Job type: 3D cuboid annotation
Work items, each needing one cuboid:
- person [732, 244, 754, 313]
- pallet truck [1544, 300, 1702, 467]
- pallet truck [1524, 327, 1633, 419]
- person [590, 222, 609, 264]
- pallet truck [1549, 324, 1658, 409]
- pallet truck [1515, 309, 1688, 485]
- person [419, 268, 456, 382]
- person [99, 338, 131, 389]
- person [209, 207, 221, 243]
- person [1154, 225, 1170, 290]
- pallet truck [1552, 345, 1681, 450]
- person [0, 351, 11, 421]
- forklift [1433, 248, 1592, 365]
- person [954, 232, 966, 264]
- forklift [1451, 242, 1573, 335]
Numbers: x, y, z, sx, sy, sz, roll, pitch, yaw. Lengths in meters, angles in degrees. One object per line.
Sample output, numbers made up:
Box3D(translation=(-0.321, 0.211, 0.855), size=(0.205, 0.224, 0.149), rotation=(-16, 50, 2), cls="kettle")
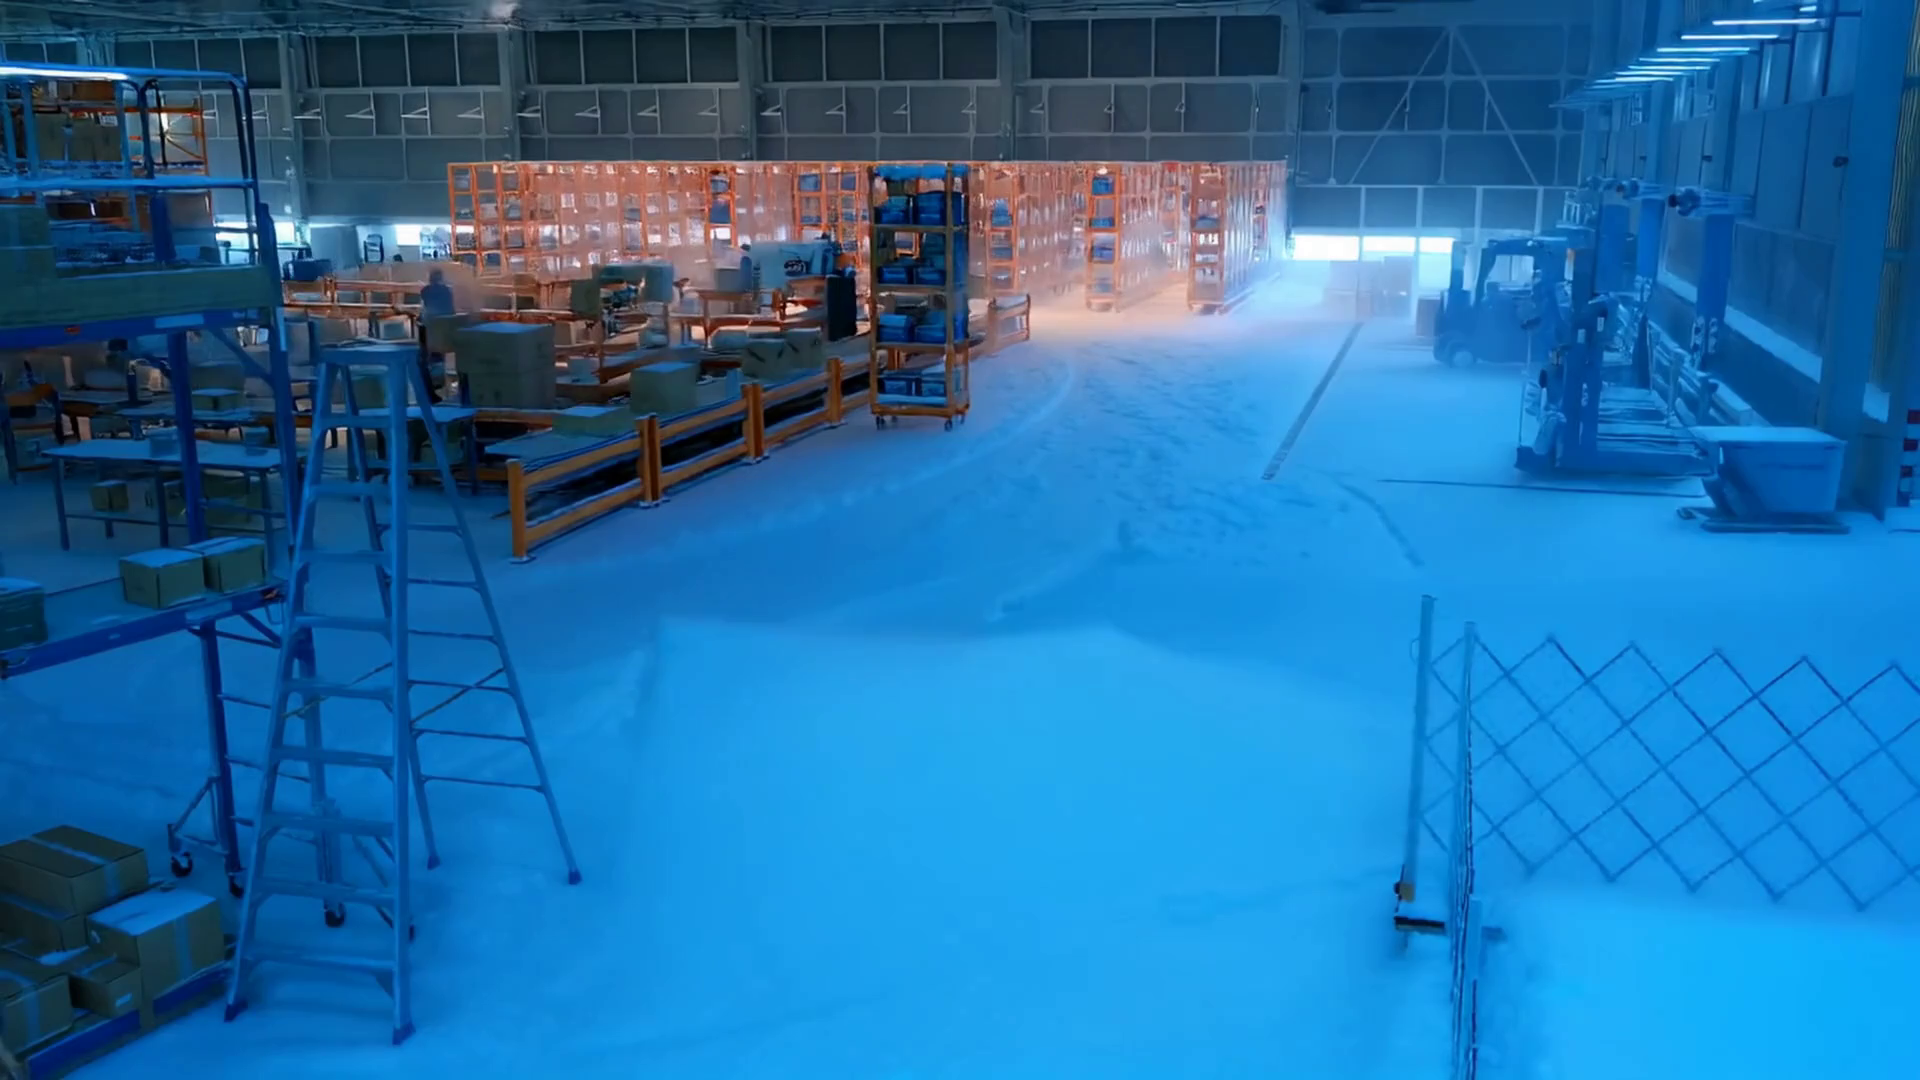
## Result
Box3D(translation=(-5.011, -6.013, 38.734), size=(0.746, 1.744, 0.527), rotation=(5, 14, 21), cls="person")
Box3D(translation=(8.263, -1.952, 20.631), size=(1.885, 1.965, 0.823), rotation=(5, 14, 20), cls="pallet truck")
Box3D(translation=(9.065, -2.460, 24.370), size=(1.522, 1.261, 0.704), rotation=(3, 13, 14), cls="pallet truck")
Box3D(translation=(-11.555, -9.405, 53.226), size=(0.657, 1.810, 0.415), rotation=(-4, 14, -19), cls="person")
Box3D(translation=(9.824, -2.669, 25.407), size=(1.601, 1.201, 0.680), rotation=(4, 14, 16), cls="pallet truck")
Box3D(translation=(7.554, -1.677, 19.446), size=(1.885, 1.965, 0.823), rotation=(3, 13, 14), cls="pallet truck")
Box3D(translation=(-8.783, -3.630, 28.116), size=(0.645, 1.900, 0.395), rotation=(4, 14, 16), cls="person")
Box3D(translation=(-12.290, -2.789, 24.156), size=(0.385, 2.040, 0.605), rotation=(2, 13, 8), cls="person")
Box3D(translation=(-29.915, -12.476, 66.634), size=(0.590, 1.738, 0.399), rotation=(-3, 13, -13), cls="person")
Box3D(translation=(5.697, -7.961, 46.963), size=(0.458, 1.822, 0.595), rotation=(4, 14, 18), cls="person")
Box3D(translation=(8.641, -1.896, 21.908), size=(1.630, 1.274, 0.653), rotation=(4, 14, 16), cls="pallet truck")
Box3D(translation=(-13.906, -2.622, 23.764), size=(0.511, 1.897, 0.599), rotation=(1, 13, 4), cls="person")
Box3D(translation=(9.780, -4.111, 29.280), size=(2.680, 1.987, 1.157), rotation=(3, 13, 14), cls="forklift")
Box3D(translation=(-0.109, -9.003, 51.186), size=(0.629, 1.938, 1.017), rotation=(2, 13, 11), cls="person")
Box3D(translation=(10.464, -4.597, 31.405), size=(2.680, 1.987, 1.157), rotation=(4, 14, 16), cls="forklift")
